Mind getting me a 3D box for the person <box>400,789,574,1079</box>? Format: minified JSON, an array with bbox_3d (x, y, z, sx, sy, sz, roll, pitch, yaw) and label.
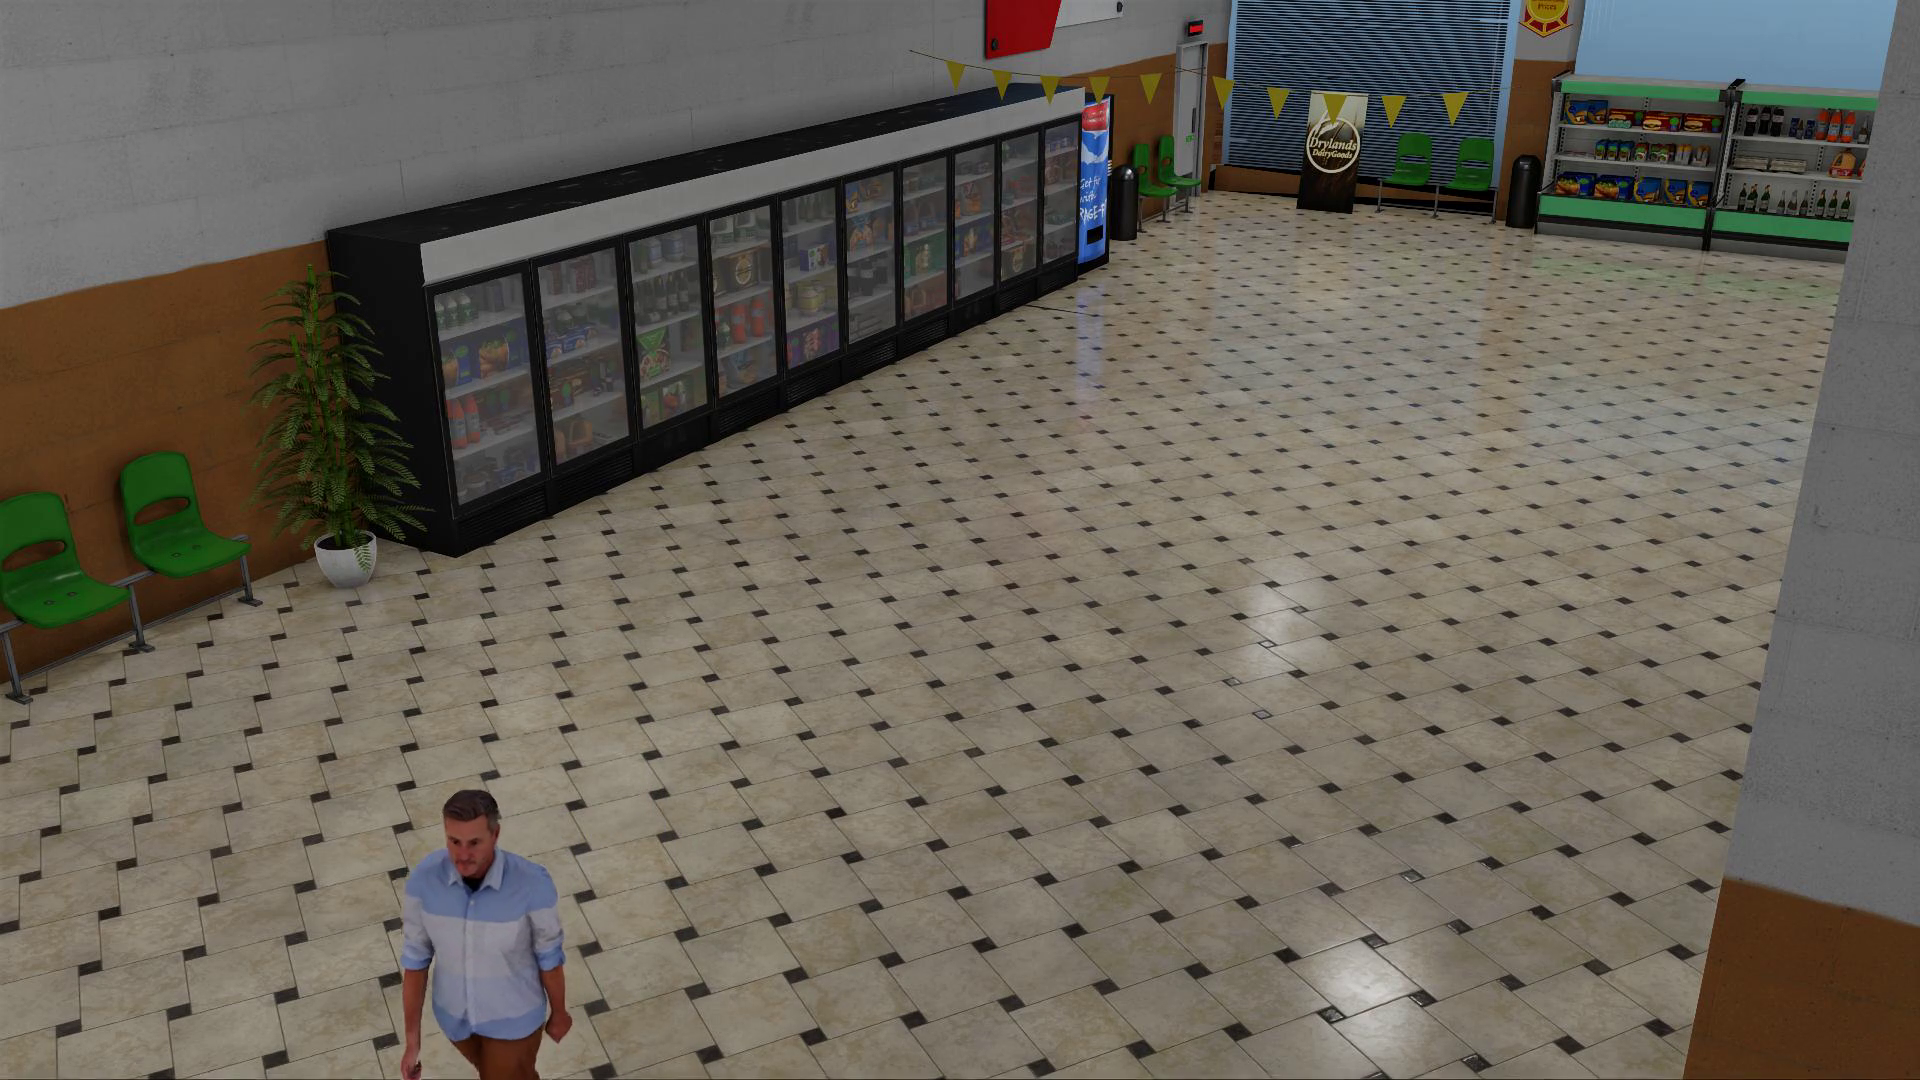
[{"bbox_3d":[-1.655,1.635,5.959,1.234,1.780,1.038,4,22,9],"label":"person"}]
